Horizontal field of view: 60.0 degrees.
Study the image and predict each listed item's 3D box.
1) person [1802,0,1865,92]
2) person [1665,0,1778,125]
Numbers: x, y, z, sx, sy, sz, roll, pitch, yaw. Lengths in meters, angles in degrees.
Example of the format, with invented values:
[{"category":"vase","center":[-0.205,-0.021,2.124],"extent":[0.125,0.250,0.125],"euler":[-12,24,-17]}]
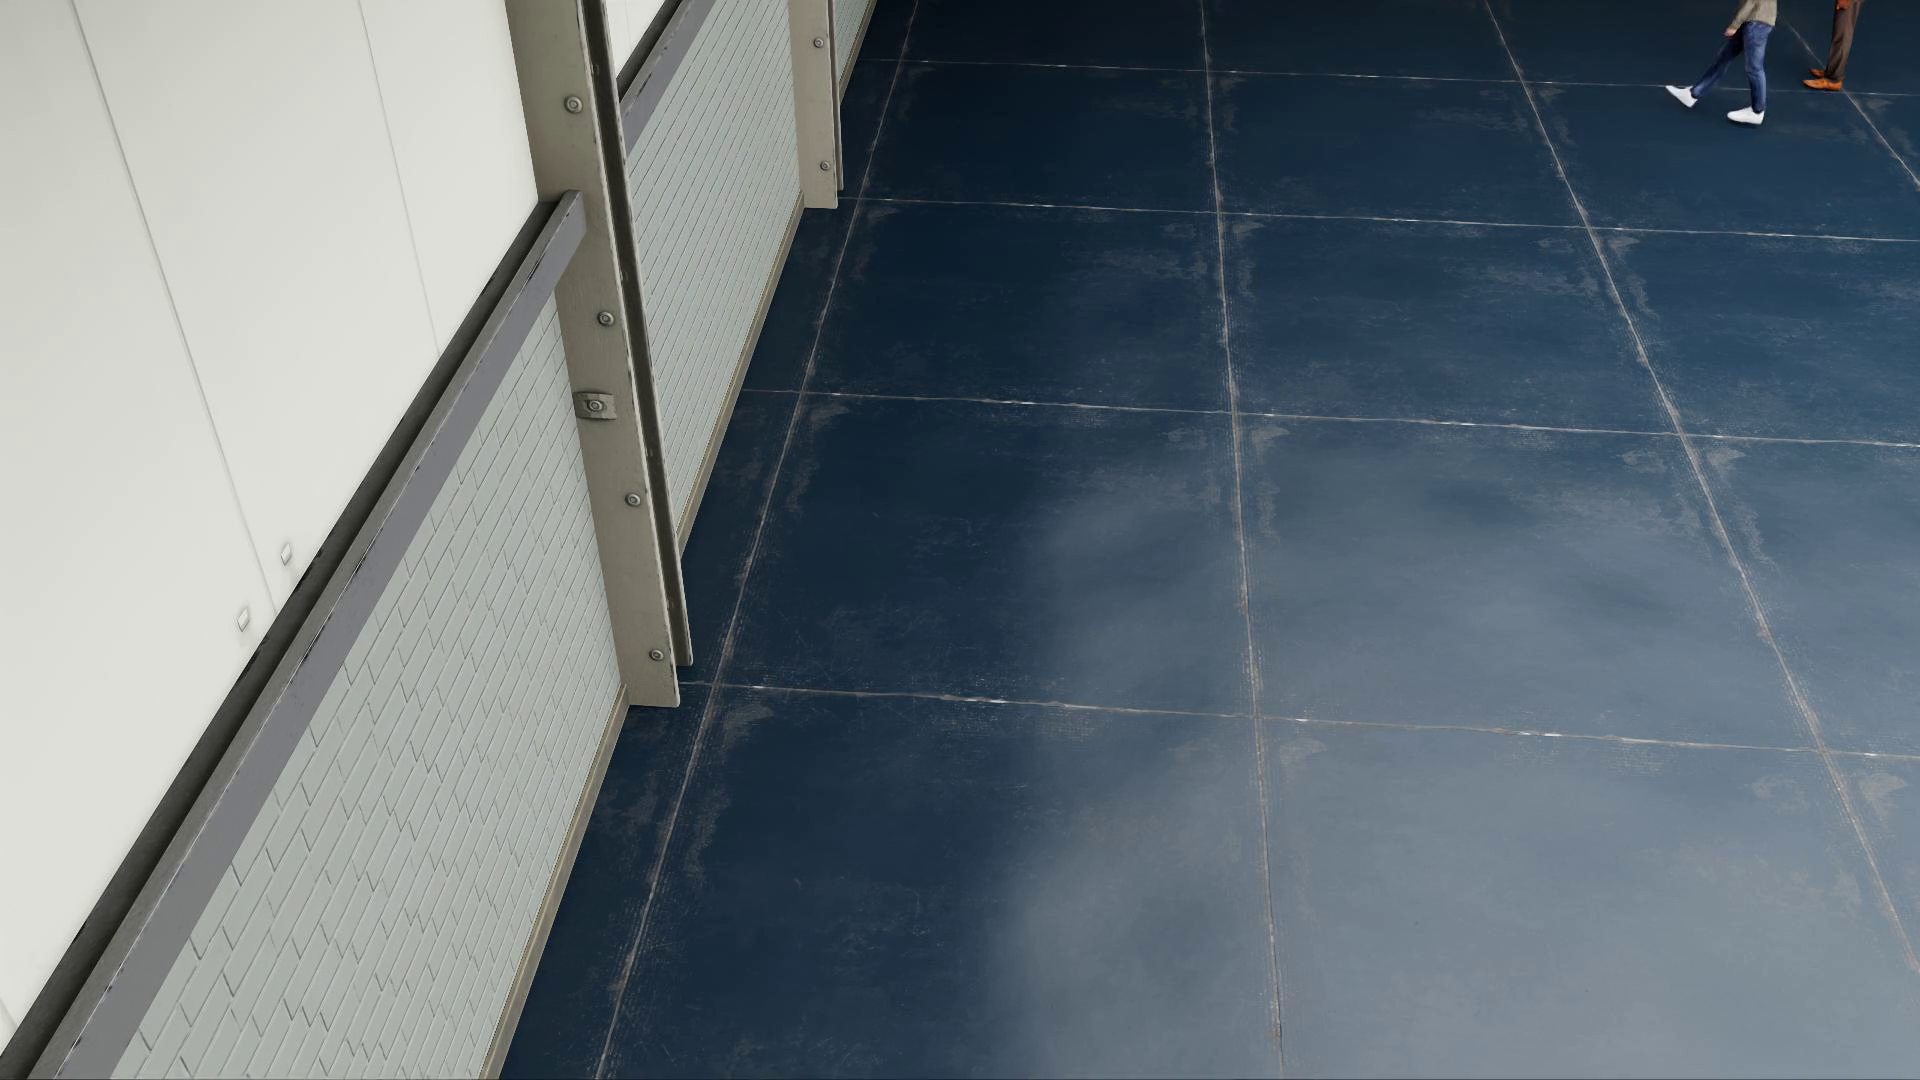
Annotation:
[{"category":"person","center":[8.243,-5.100,15.286],"extent":[0.855,1.907,0.723],"euler":[21,43,25]},{"category":"person","center":[7.078,-4.519,14.612],"extent":[1.018,1.822,1.156],"euler":[15,41,19]}]
